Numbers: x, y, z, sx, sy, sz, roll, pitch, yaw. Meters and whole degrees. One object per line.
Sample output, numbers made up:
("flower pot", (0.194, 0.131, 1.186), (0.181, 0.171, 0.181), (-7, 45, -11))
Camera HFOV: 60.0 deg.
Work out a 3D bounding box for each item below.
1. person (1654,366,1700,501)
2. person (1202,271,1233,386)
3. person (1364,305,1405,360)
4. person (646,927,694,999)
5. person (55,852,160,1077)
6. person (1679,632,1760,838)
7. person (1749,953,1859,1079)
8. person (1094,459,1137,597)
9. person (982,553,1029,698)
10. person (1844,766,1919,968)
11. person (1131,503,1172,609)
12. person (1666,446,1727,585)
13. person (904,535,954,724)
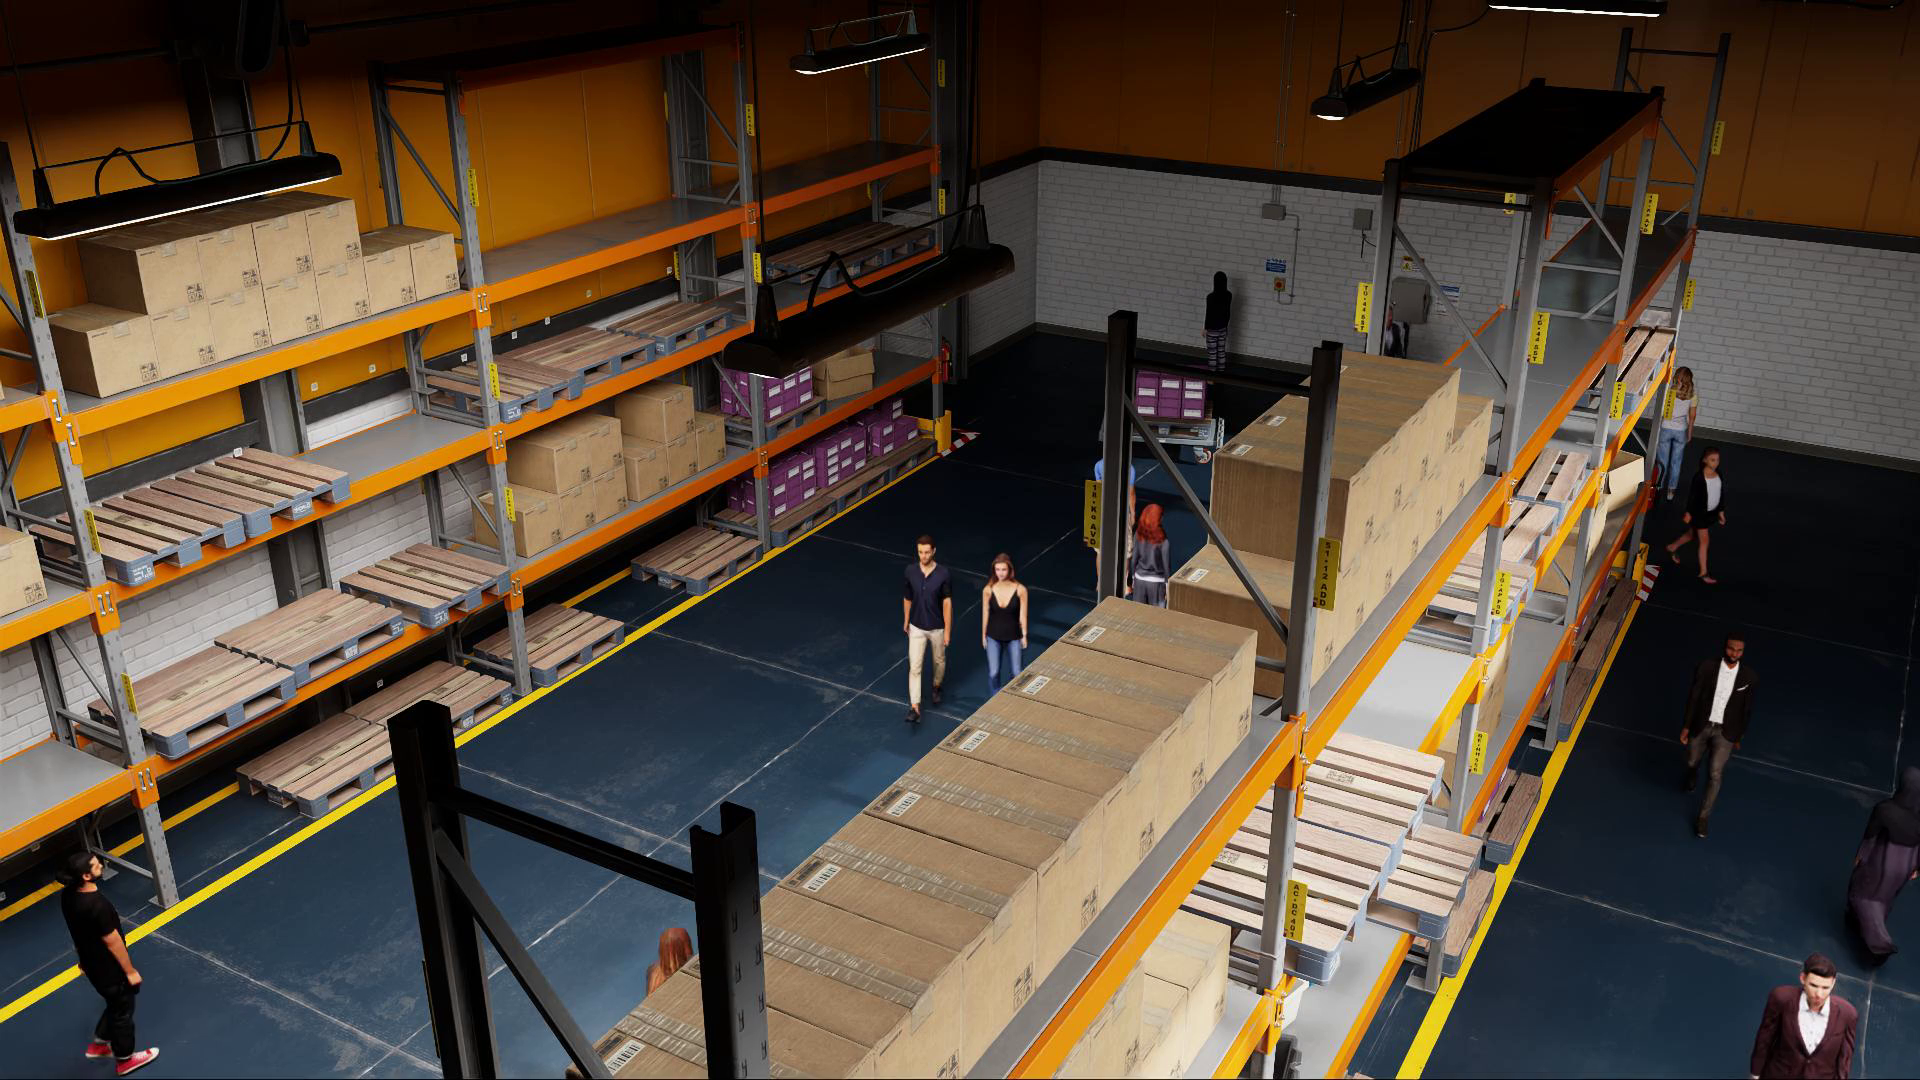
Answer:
("person", (8.922, -1.338, 20.807), (0.702, 1.723, 0.676), (3, 24, 8))
("person", (3.878, -3.203, 25.059), (0.629, 1.735, 0.741), (-12, 26, -26))
("person", (5.819, -2.398, 23.148), (1.263, 1.790, 1.217), (-11, 26, -24))
("person", (-1.858, 3.223, 10.407), (0.776, 1.696, 0.734), (-19, 30, -37))
("person", (-5.787, 2.878, 11.134), (0.709, 1.747, 0.745), (20, 31, 39))
("person", (6.373, 1.573, 14.085), (0.689, 1.774, 1.082), (11, 26, 24))
("person", (5.094, 3.266, 10.119), (0.774, 1.849, 1.040), (10, 25, 21))
("person", (1.702, -0.288, 18.229), (0.645, 1.864, 0.557), (12, 26, 26))
("person", (0.427, 0.889, 15.725), (0.701, 1.714, 0.750), (3, 24, 6))
("person", (6.910, 2.422, 12.358), (0.869, 1.601, 1.041), (1, 24, 3))
("person", (1.898, 0.463, 16.617), (0.612, 1.779, 0.533), (18, 29, 35))
("person", (8.334, -0.346, 18.780), (1.040, 1.530, 1.031), (-9, 25, -20))
("person", (-0.277, 0.788, 15.833), (0.935, 1.812, 1.216), (3, 24, 8))
